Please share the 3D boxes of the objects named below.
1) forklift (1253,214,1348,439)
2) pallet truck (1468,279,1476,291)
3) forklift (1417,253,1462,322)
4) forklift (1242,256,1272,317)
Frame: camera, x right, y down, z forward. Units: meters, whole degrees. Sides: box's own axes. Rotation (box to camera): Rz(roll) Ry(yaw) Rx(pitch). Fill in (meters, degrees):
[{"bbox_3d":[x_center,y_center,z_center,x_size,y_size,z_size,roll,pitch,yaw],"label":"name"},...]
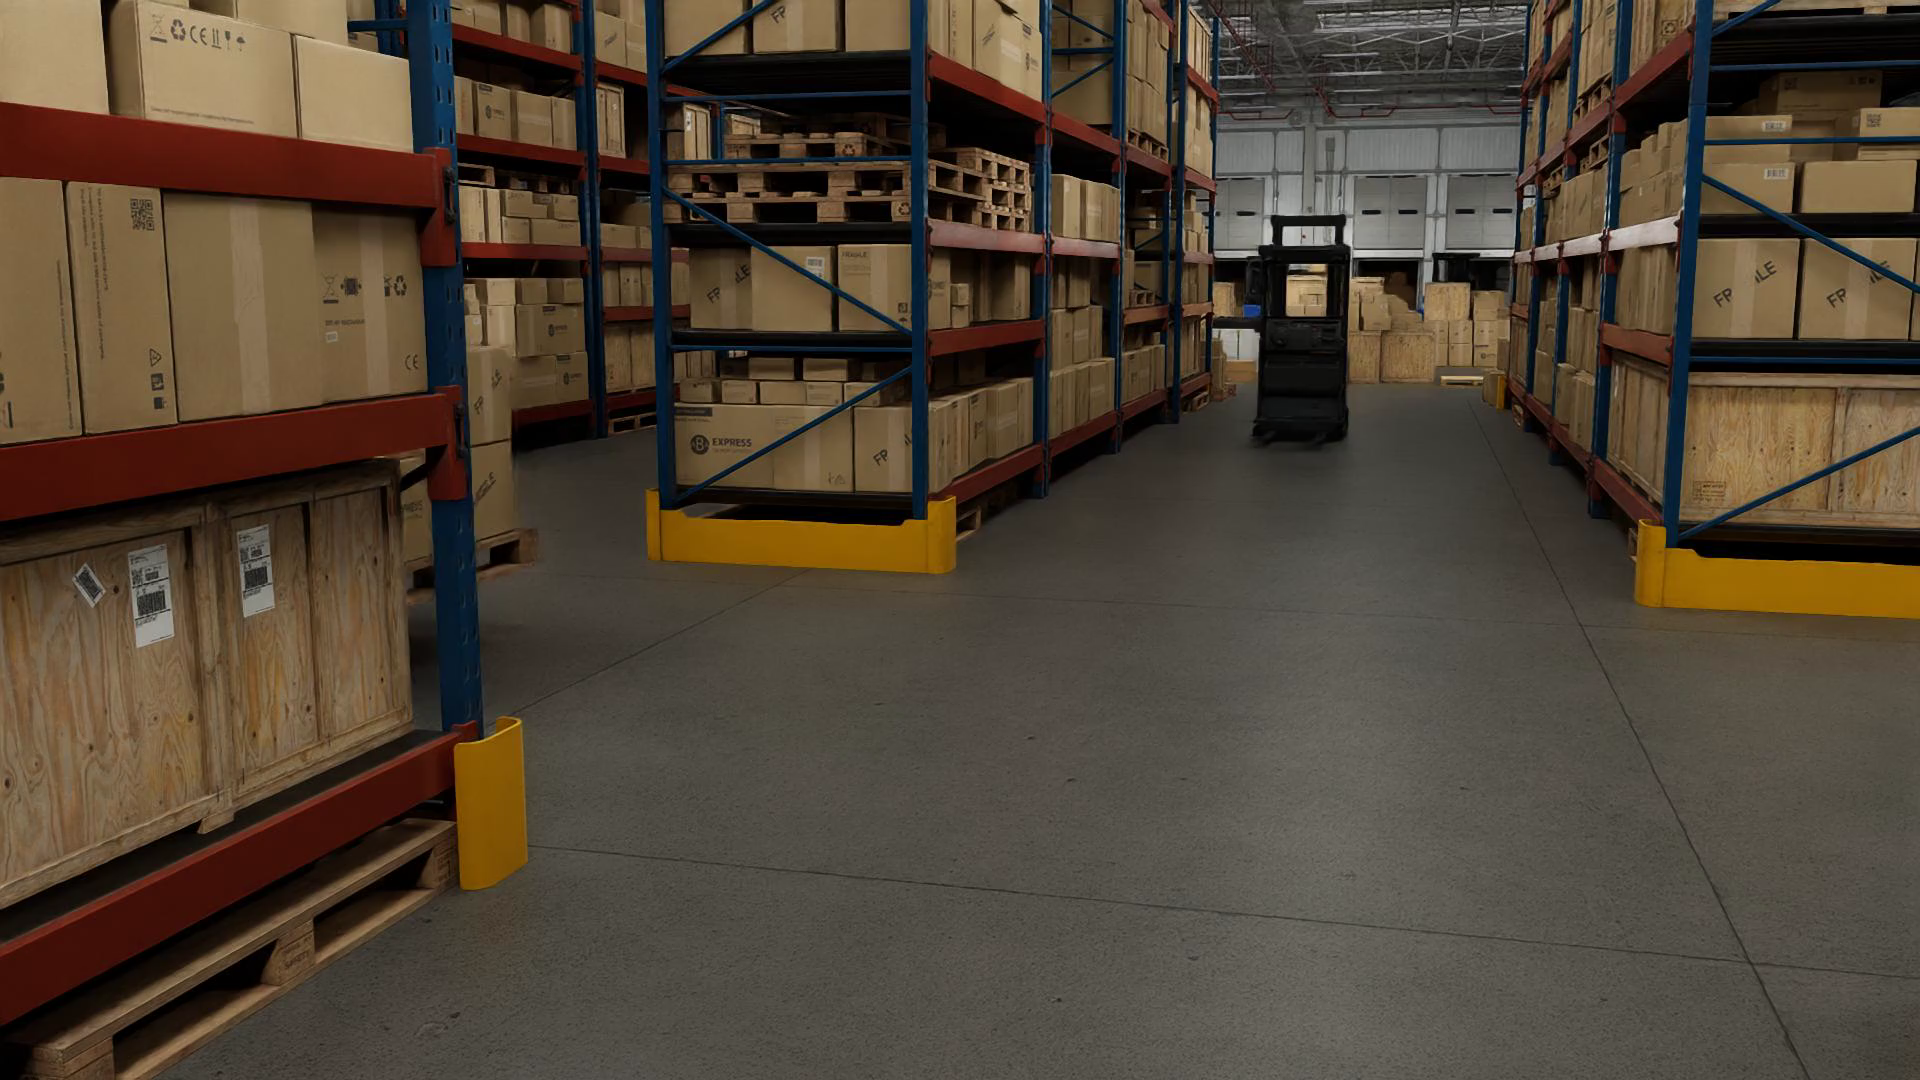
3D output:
[{"bbox_3d":[4.442,-2.771,21.379,1.129,2.768,1.873,2,9,15],"label":"forklift"},{"bbox_3d":[18.896,-8.459,60.307,1.885,1.965,0.823,5,10,31],"label":"pallet truck"},{"bbox_3d":[15.323,-7.665,52.470,1.129,2.768,1.873,-2,9,-14],"label":"forklift"},{"bbox_3d":[10.671,-8.733,59.252,1.129,2.768,1.873,2,9,15],"label":"forklift"}]
